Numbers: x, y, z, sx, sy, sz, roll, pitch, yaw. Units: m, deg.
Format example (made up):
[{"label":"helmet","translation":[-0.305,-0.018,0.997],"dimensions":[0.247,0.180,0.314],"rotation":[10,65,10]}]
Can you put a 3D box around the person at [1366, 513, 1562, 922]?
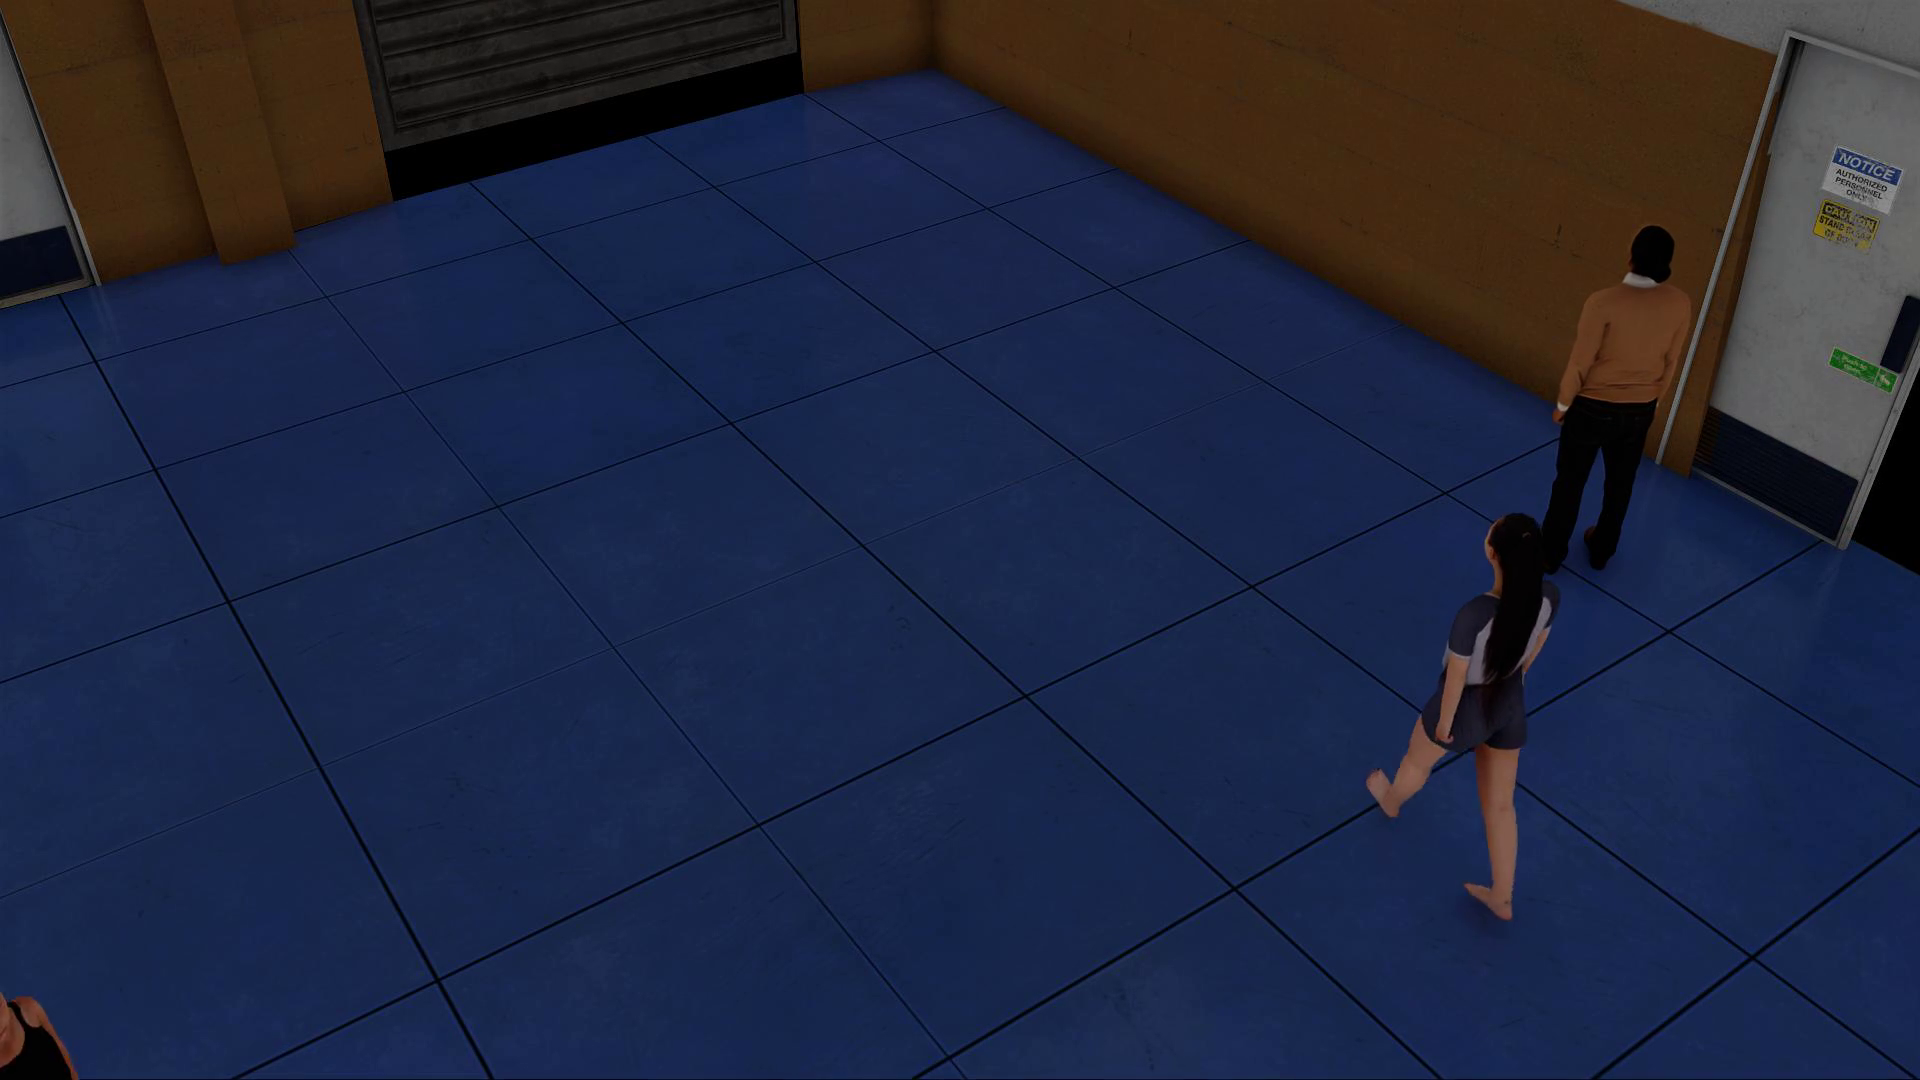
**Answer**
[{"label":"person","translation":[1.904,0.676,5.915],"dimensions":[1.070,1.598,0.879],"rotation":[-11,38,-14]}]

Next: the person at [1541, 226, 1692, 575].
[{"label":"person","translation":[2.932,-0.608,7.495],"dimensions":[0.706,1.754,0.813],"rotation":[-3,37,-4]}]
